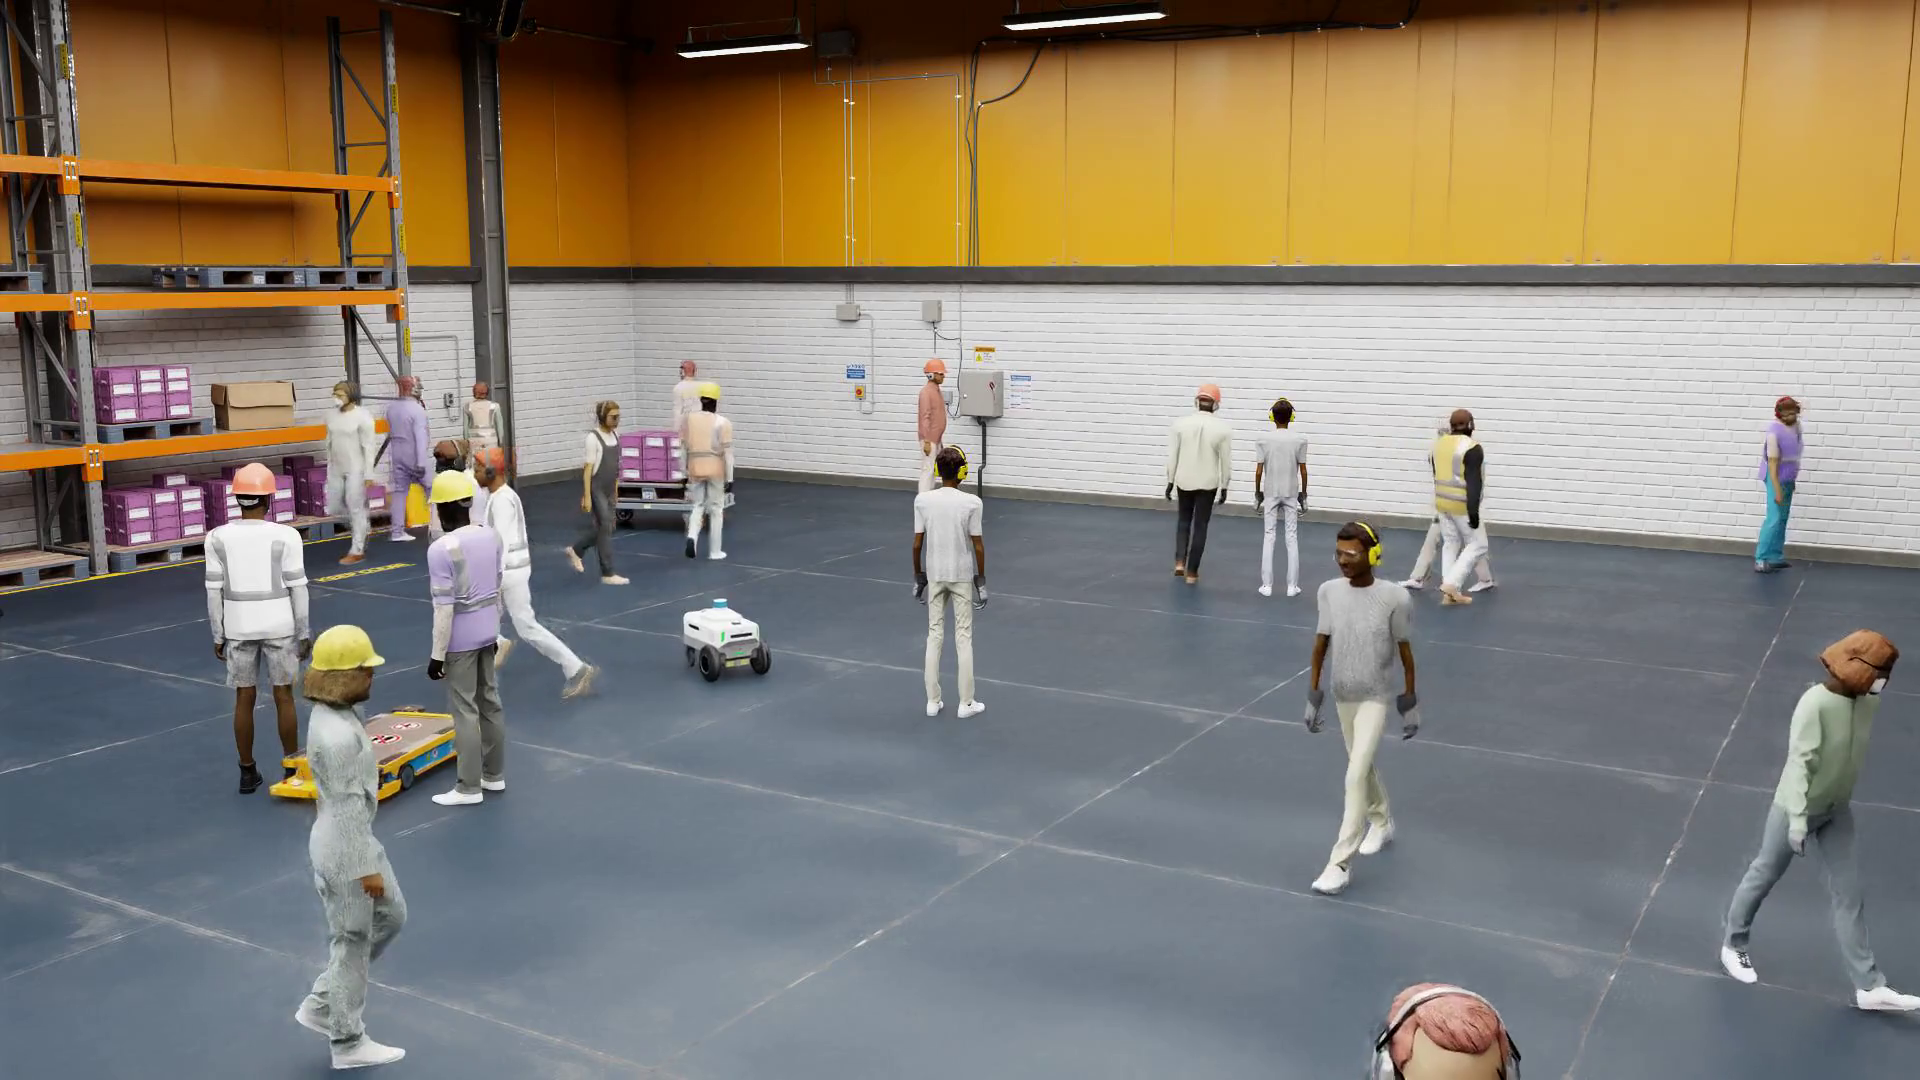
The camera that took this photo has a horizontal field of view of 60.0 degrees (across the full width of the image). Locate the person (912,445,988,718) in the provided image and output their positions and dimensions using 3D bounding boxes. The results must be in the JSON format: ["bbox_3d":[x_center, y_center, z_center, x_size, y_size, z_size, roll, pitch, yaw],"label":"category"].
[{"bbox_3d":[-0.067,0.283,11.386,0.538,1.869,0.313,3,9,16],"label":"person"}]

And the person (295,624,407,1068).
[{"bbox_3d":[-2.281,1.168,6.294,0.365,1.729,0.491,-3,10,-18],"label":"person"}]

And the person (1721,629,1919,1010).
[{"bbox_3d":[3.554,1.143,6.899,0.631,1.579,0.817,-4,10,-24],"label":"person"}]

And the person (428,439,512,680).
[{"bbox_3d":[-3.701,0.148,12.381,0.485,1.825,0.653,-7,11,-36],"label":"person"}]

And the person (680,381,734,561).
[{"bbox_3d":[-2.666,-0.708,17.450,0.600,1.907,0.539,2,9,14],"label":"person"}]

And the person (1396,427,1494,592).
[{"bbox_3d":[4.684,-0.283,15.815,0.895,1.587,0.508,0,9,-2],"label":"person"}]

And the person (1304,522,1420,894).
[{"bbox_3d":[2.026,0.795,8.400,0.527,1.816,1.008,8,12,40],"label":"person"}]

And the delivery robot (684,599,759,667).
[{"bbox_3d":[-1.818,0.692,12.634,0.477,0.478,0.707,-6,11,-34],"label":"delivery robot"}]

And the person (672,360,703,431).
[{"bbox_3d":[-3.653,-1.444,22.116,0.798,1.876,0.683,8,12,40],"label":"person"}]

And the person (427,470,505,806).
[{"bbox_3d":[-2.833,0.557,9.501,0.368,1.926,0.587,3,10,19],"label":"person"}]

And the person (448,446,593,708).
[{"bbox_3d":[-3.101,0.251,11.671,0.953,1.849,0.591,-4,10,-24],"label":"person"}]

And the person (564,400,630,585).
[{"bbox_3d":[-3.583,-0.472,16.267,0.707,1.824,0.527,3,10,19],"label":"person"}]

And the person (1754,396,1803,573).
[{"bbox_3d":[8.356,-0.570,16.937,0.698,1.806,0.394,-8,12,-42],"label":"person"}]

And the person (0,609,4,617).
[{"bbox_3d":[-8.706,-0.249,14.481,0.545,1.942,0.354,0,9,2],"label":"person"}]

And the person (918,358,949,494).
[{"bbox_3d":[-0.328,-1.254,20.590,0.395,1.994,0.612,2,9,14],"label":"person"}]

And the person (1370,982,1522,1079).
[{"bbox_3d":[0.768,1.635,2.889,0.652,1.886,0.715,1,9,8],"label":"person"}]

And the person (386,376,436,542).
[{"bbox_3d":[-6.138,-0.925,18.936,0.647,1.874,0.895,6,11,32],"label":"person"}]

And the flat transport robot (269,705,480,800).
[{"bbox_3d":[-3.483,1.282,10.126,0.652,0.197,1.431,2,9,12],"label":"flat transport robot"}]

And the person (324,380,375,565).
[{"bbox_3d":[-6.370,-0.702,17.341,0.649,1.929,0.443,4,10,24],"label":"person"}]

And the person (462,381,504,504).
[{"bbox_3d":[-6.208,-1.233,21.655,0.534,1.642,0.387,-1,9,-7],"label":"person"}]

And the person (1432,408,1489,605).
[{"bbox_3d":[4.554,-0.288,15.140,0.450,1.811,0.650,-3,10,-17],"label":"person"}]

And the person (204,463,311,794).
[{"bbox_3d":[-4.079,0.516,9.718,0.553,1.935,0.361,-1,9,-9],"label":"person"}]

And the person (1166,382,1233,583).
[{"bbox_3d":[2.354,-0.560,16.339,0.633,1.964,0.484,3,10,19],"label":"person"}]

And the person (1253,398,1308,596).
[{"bbox_3d":[3.021,-0.402,15.649,0.509,1.877,0.328,1,9,9],"label":"person"}]
